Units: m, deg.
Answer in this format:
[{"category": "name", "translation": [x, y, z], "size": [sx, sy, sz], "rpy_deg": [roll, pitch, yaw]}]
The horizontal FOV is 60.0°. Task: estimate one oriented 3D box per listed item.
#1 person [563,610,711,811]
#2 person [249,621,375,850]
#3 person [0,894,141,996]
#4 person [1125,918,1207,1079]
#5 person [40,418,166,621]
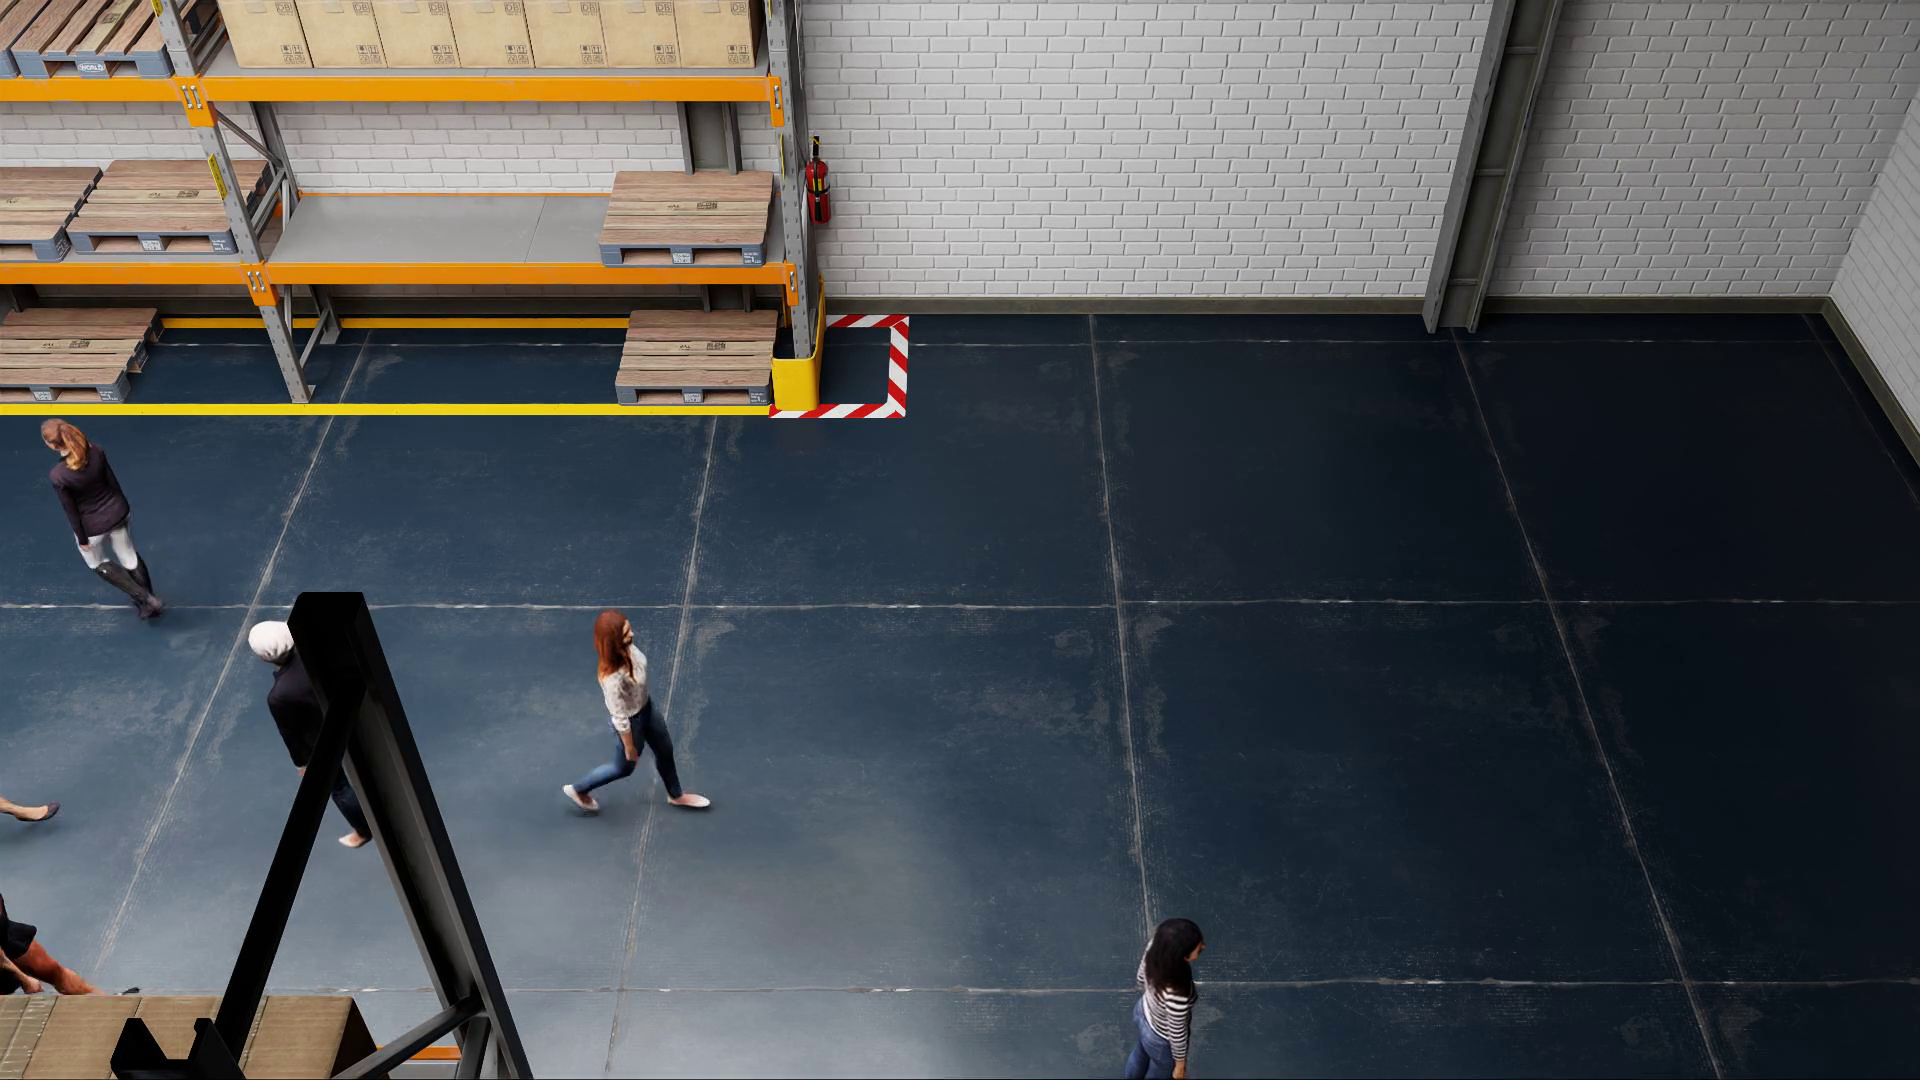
[{"category": "person", "translation": [-1.999, 1.042, 9.671], "size": [1.089, 1.701, 0.622], "rpy_deg": [3, 44, 3]}, {"category": "person", "translation": [-3.379, 1.001, 8.905], "size": [0.699, 1.777, 0.785], "rpy_deg": [13, 45, 13]}, {"category": "person", "translation": [-5.033, 2.178, 8.527], "size": [1.124, 1.635, 0.921], "rpy_deg": [-25, 49, -24]}, {"category": "person", "translation": [0.985, 2.410, 8.168], "size": [0.589, 1.795, 0.644], "rpy_deg": [-10, 45, -10]}, {"category": "person", "translation": [-5.516, -0.075, 10.830], "size": [0.782, 1.721, 0.720], "rpy_deg": [19, 47, 19]}]
